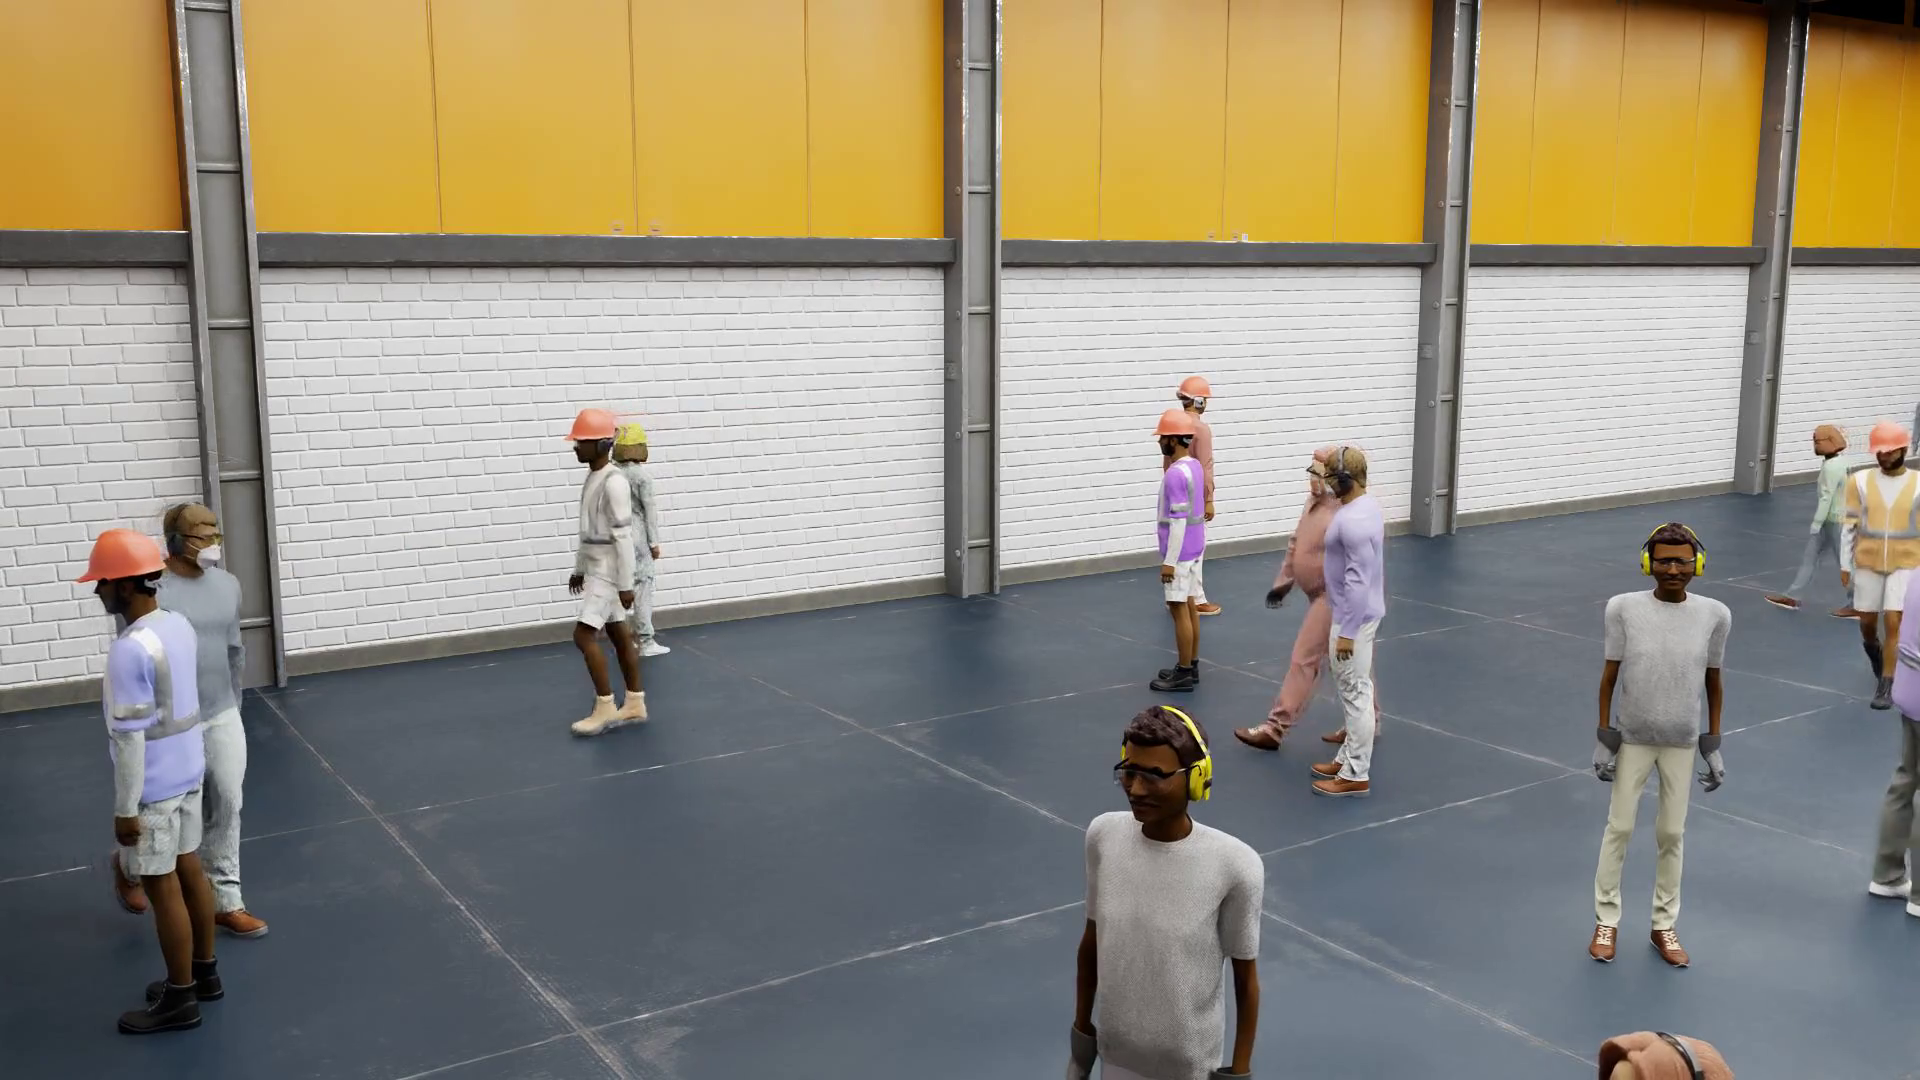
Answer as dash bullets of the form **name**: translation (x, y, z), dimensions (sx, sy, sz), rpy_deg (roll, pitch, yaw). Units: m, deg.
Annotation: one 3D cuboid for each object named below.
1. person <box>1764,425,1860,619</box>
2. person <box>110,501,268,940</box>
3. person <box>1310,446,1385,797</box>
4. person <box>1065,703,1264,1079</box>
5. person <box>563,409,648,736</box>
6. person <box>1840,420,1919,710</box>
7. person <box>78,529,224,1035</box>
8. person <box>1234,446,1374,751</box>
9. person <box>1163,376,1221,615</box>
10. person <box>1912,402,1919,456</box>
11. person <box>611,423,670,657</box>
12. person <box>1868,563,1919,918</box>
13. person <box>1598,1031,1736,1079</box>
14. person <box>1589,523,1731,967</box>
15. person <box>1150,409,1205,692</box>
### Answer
- **person**: translation (7.121, -0.158, 13.777), dimensions (0.820, 1.587, 0.529), rpy_deg (5, 11, 26)
- **person**: translation (-3.367, 0.774, 7.195), dimensions (0.669, 1.922, 0.636), rpy_deg (4, 10, 24)
- **person**: translation (2.139, 0.448, 9.137), dimensions (0.378, 1.933, 0.628), rpy_deg (3, 10, 15)
- **person**: translation (0.485, 1.311, 4.118), dimensions (0.518, 1.874, 0.327), rpy_deg (6, 11, 33)
- **person**: translation (-2.263, 0.196, 10.350), dimensions (0.684, 2.023, 0.607), rpy_deg (-4, 10, -21)
- **person**: translation (6.209, 0.136, 11.131), dimensions (0.557, 1.909, 0.788), rpy_deg (7, 11, 35)
- **person**: translation (-3.095, 0.911, 6.351), dimensions (0.383, 1.929, 0.540), rpy_deg (-1, 9, -4)
- **person**: translation (2.096, 0.358, 9.935), dimensions (0.953, 1.847, 0.688), rpy_deg (0, 9, -2)
- **person**: translation (1.930, -0.372, 13.885), dimensions (0.376, 1.996, 0.608), rpy_deg (-5, 11, -28)
- **person**: translation (11.357, -1.083, 19.318), dimensions (0.378, 1.618, 0.505), rpy_deg (-8, 12, -41)
- **person**: translation (-2.429, -0.002, 12.414), dimensions (0.485, 1.744, 0.295), rpy_deg (6, 11, 32)
- **person**: translation (4.385, 0.737, 7.422), dimensions (0.384, 1.923, 0.594), rpy_deg (2, 10, 13)
- **person**: translation (1.178, 1.628, 2.896), dimensions (0.307, 1.644, 0.514), rpy_deg (-2, 10, -12)
- **person**: translation (2.914, 0.846, 6.921), dimensions (0.521, 1.873, 0.335), rpy_deg (2, 10, 14)
- **person**: translation (1.475, 0.074, 11.374), dimensions (0.379, 1.937, 0.548), rpy_deg (4, 10, 22)
